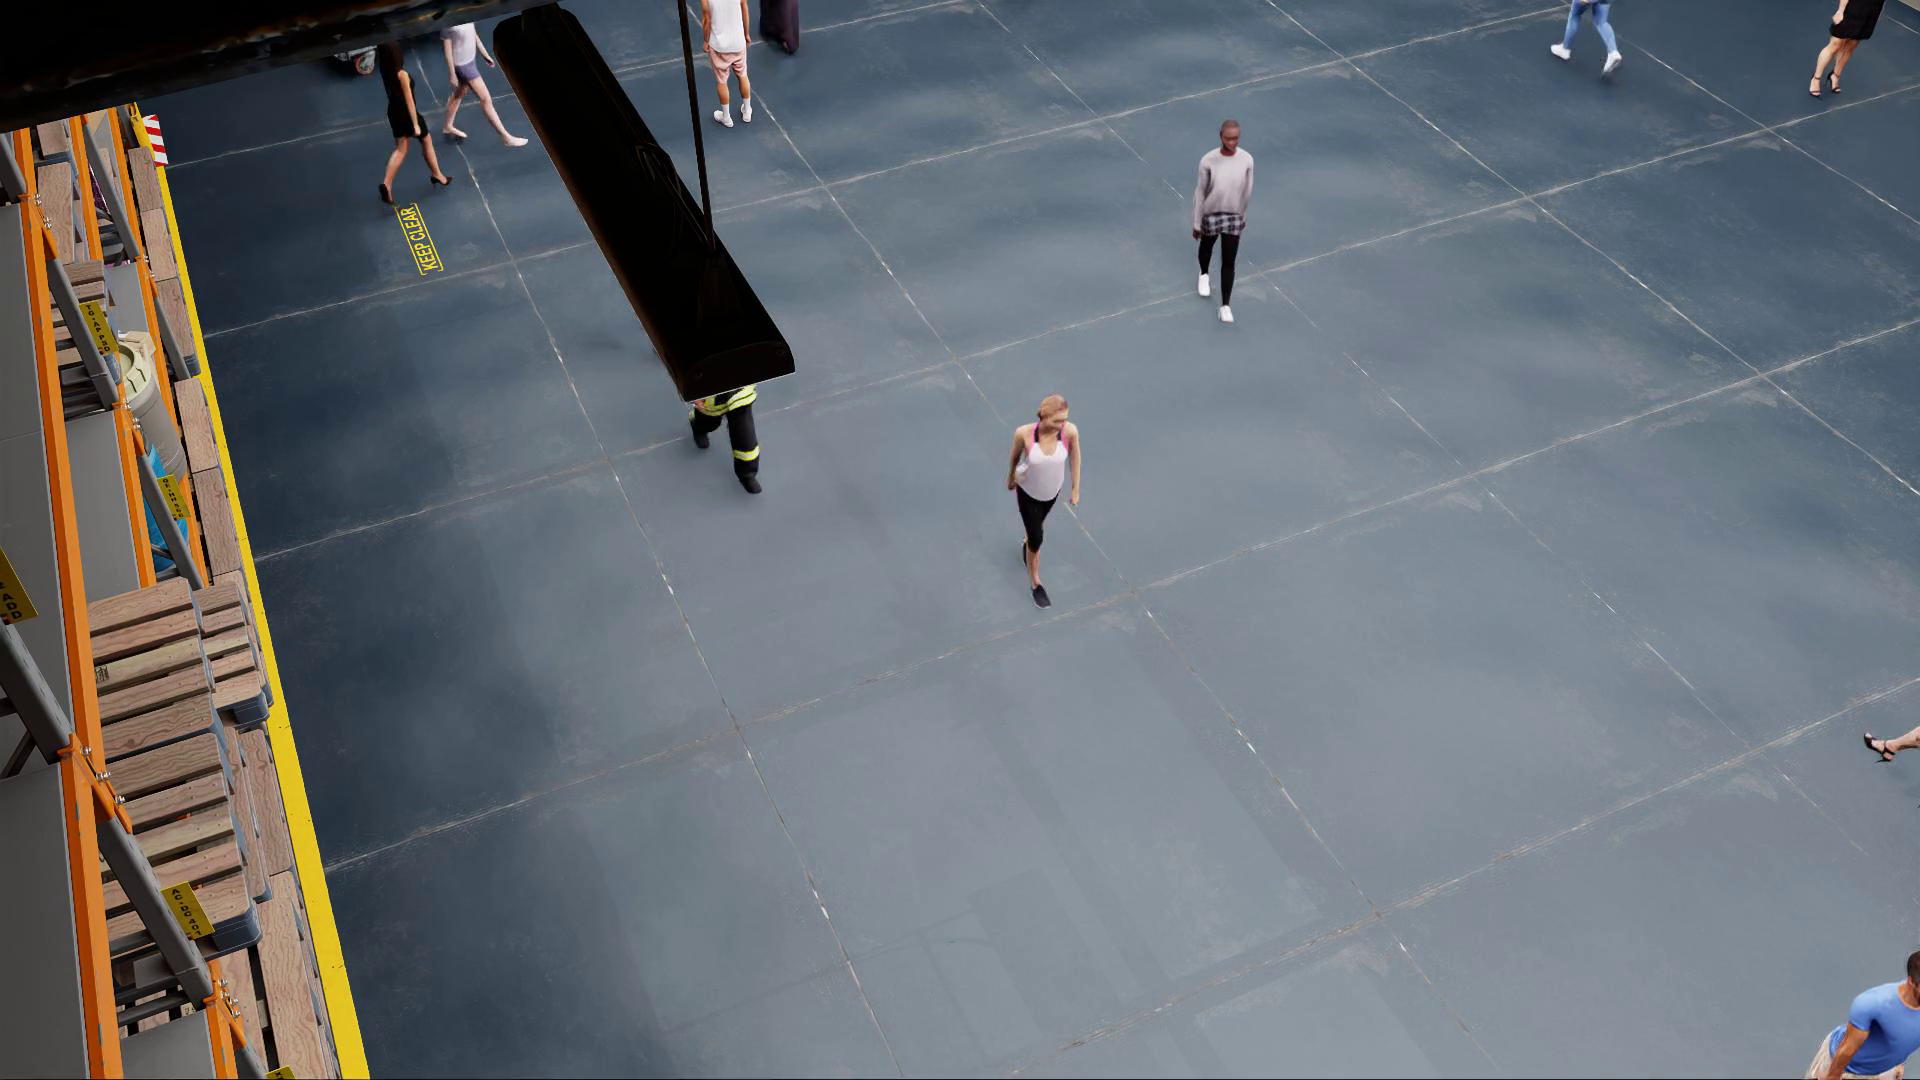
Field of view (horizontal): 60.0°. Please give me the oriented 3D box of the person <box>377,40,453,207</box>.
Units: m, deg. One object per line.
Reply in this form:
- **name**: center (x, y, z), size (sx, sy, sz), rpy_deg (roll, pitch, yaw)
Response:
- **person**: center (-5.110, -3.788, 15.120), size (1.047, 1.621, 0.959), rpy_deg (25, 49, 24)

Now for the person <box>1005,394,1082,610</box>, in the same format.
- **person**: center (0.521, -0.413, 11.490), size (0.788, 1.742, 1.064), rpy_deg (-3, 44, -3)

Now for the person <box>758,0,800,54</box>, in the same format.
- **person**: center (-1.862, -5.864, 17.305), size (0.653, 1.612, 0.931), rpy_deg (-12, 45, -13)

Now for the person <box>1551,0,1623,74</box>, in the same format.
- **person**: center (6.563, -5.550, 16.985), size (0.642, 1.600, 1.059), rpy_deg (-18, 46, -18)

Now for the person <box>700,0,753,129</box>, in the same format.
- **person**: center (-2.265, -4.870, 16.134), size (0.629, 1.789, 0.555), rpy_deg (-19, 47, -18)

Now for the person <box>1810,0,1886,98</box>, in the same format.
- **person**: center (8.942, -5.247, 16.584), size (0.711, 1.715, 0.668), rpy_deg (-9, 44, -9)

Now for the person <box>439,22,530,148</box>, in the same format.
- **person**: center (-4.799, -4.542, 15.843), size (1.041, 1.716, 1.140), rpy_deg (5, 44, 5)

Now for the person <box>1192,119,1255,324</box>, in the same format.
- **person**: center (2.168, -2.767, 13.965), size (0.963, 1.736, 1.199), rpy_deg (0, 44, 0)

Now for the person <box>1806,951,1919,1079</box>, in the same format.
- **person**: center (4.465, 2.557, 8.263), size (0.747, 1.893, 0.823), rpy_deg (-10, 45, -11)
